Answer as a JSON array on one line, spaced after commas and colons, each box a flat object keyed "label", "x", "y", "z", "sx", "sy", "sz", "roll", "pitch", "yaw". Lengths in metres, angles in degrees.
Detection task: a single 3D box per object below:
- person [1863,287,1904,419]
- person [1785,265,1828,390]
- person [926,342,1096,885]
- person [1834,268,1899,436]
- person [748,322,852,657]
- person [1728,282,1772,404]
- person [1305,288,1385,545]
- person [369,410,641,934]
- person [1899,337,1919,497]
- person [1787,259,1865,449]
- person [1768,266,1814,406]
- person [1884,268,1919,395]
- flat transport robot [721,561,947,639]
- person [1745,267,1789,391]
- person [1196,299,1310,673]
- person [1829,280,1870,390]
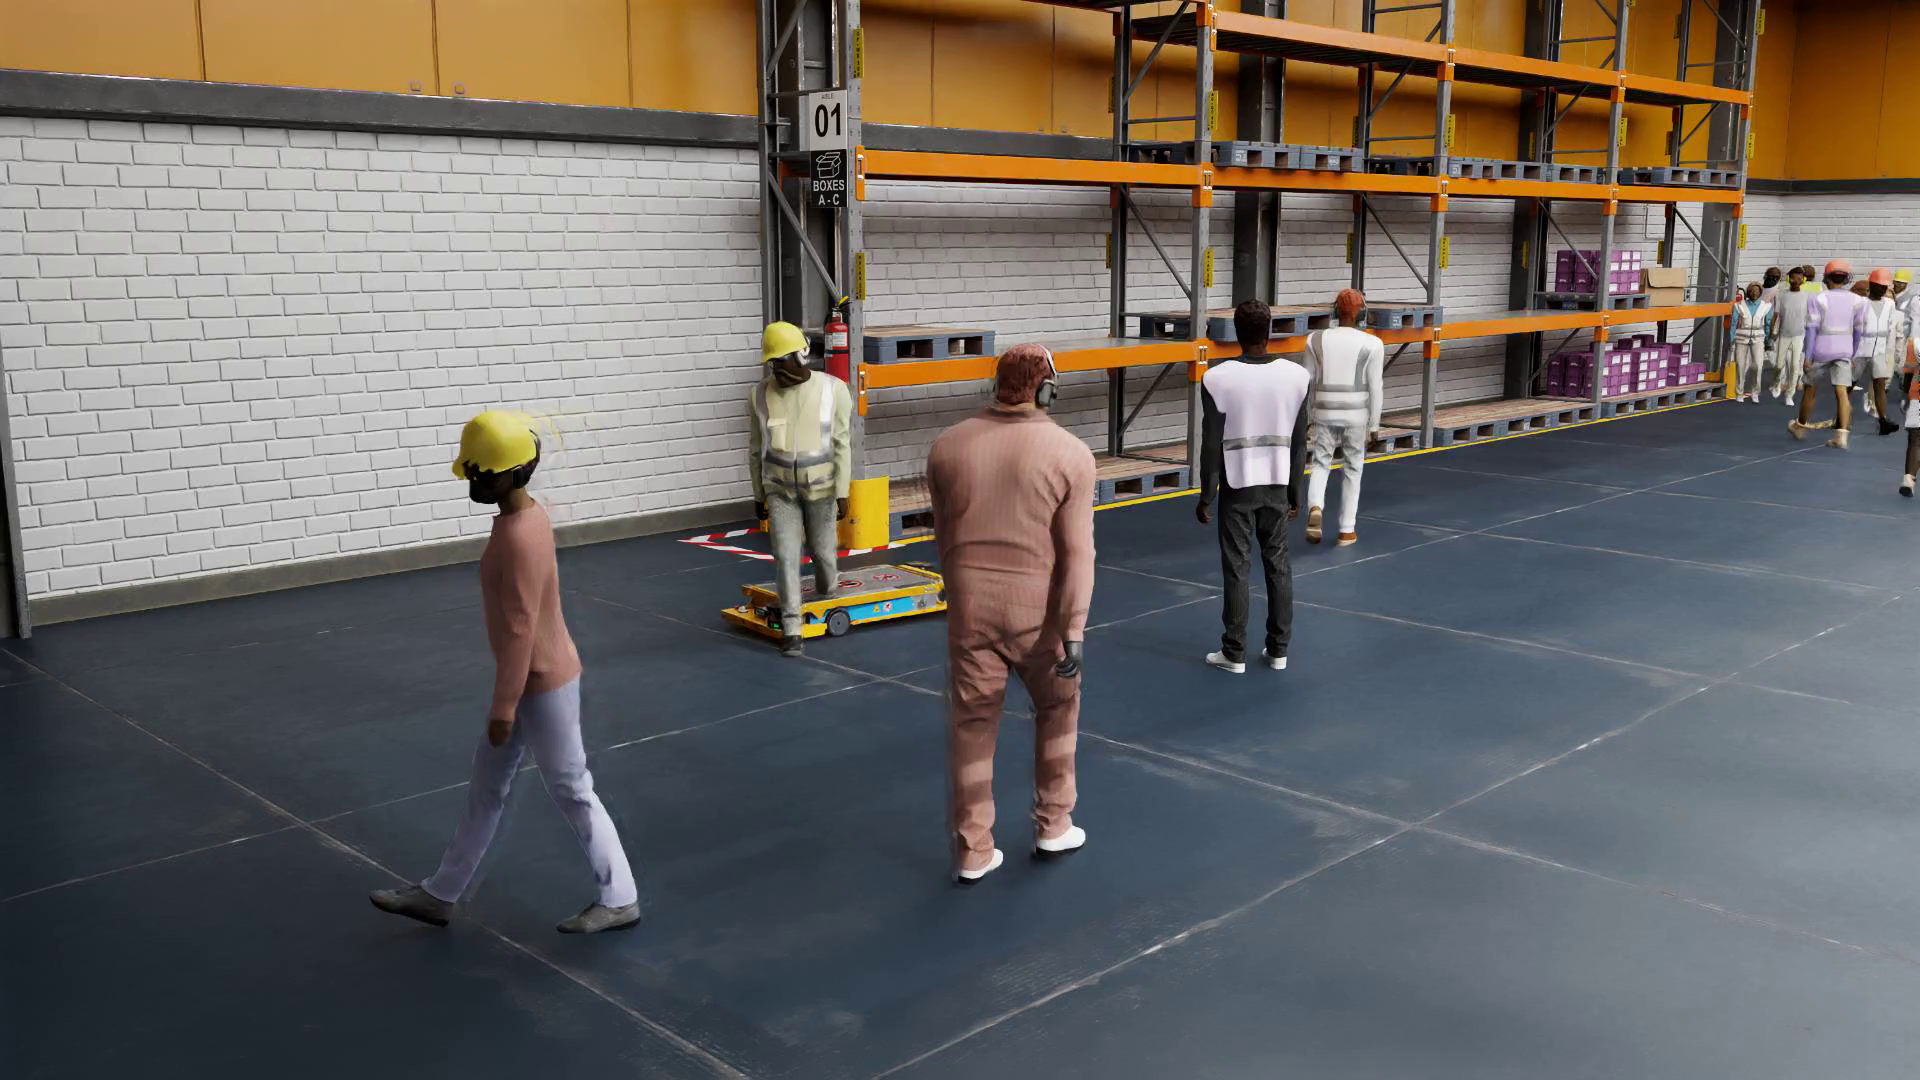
[{"label": "person", "x": 11.376, "y": -2.325, "z": 20.598, "sx": 0.503, "sy": 1.614, "sz": 0.673, "roll": 1, "pitch": 10, "yaw": 3}, {"label": "person", "x": 12.141, "y": -3.048, "z": 23.968, "sx": 0.637, "sy": 1.826, "sz": 0.692, "roll": 2, "pitch": 11, "yaw": 11}, {"label": "person", "x": 0.198, "y": 0.248, "z": 5.877, "sx": 0.649, "sy": 1.870, "sz": 0.742, "roll": 4, "pitch": 11, "yaw": 21}, {"label": "person", "x": 10.303, "y": -2.133, "z": 18.839, "sx": 0.561, "sy": 1.871, "sz": 1.040, "roll": 0, "pitch": 10, "yaw": -1}, {"label": "person", "x": -0.861, "y": -0.301, "z": 9.081, "sx": 0.581, "sy": 1.793, "sz": 0.728, "roll": 1, "pitch": 10, "yaw": 3}, {"label": "person", "x": 10.541, "y": -2.622, "z": 22.202, "sx": 0.528, "sy": 1.618, "sz": 0.621, "roll": 4, "pitch": 11, "yaw": 20}, {"label": "person", "x": 2.712, "y": -0.857, "z": 11.872, "sx": 0.593, "sy": 1.872, "sz": 0.689, "roll": 5, "pitch": 11, "yaw": 24}, {"label": "person", "x": -1.438, "y": 0.444, "z": 5.205, "sx": 0.893, "sy": 1.712, "sz": 0.558, "roll": -3, "pitch": 11, "yaw": -15}, {"label": "person", "x": 8.302, "y": -1.174, "z": 14.166, "sx": 0.555, "sy": 1.650, "sz": 0.850, "roll": 7, "pitch": 13, "yaw": 35}, {"label": "person", "x": 9.290, "y": -1.998, "z": 17.801, "sx": 0.637, "sy": 1.978, "sz": 1.057, "roll": 1, "pitch": 10, "yaw": 4}, {"label": "person", "x": 11.043, "y": -2.718, "z": 22.132, "sx": 0.520, "sy": 1.842, "sz": 0.743, "roll": 4, "pitch": 11, "yaw": 21}, {"label": "person", "x": 13.158, "y": -2.918, "z": 23.344, "sx": 0.706, "sy": 1.788, "sz": 0.595, "roll": -4, "pitch": 11, "yaw": -22}, {"label": "flat transport robot", "x": -0.614, "y": 0.337, "z": 9.731, "sx": 1.431, "sy": 0.197, "sz": 0.652, "roll": -8, "pitch": 13, "yaw": -36}, {"label": "person", "x": 11.579, "y": -3.031, "z": 23.965, "sx": 0.681, "sy": 1.798, "sz": 0.679, "roll": -5, "pitch": 12, "yaw": -25}, {"label": "person", "x": 1.501, "y": -0.266, "z": 8.540, "sx": 0.590, "sy": 1.916, "sz": 0.399, "roll": -2, "pitch": 11, "yaw": -13}, {"label": "person", "x": 12.933, "y": -2.960, "z": 24.088, "sx": 0.425, "sy": 1.602, "sz": 0.542, "roll": 0, "pitch": 10, "yaw": 2}]
